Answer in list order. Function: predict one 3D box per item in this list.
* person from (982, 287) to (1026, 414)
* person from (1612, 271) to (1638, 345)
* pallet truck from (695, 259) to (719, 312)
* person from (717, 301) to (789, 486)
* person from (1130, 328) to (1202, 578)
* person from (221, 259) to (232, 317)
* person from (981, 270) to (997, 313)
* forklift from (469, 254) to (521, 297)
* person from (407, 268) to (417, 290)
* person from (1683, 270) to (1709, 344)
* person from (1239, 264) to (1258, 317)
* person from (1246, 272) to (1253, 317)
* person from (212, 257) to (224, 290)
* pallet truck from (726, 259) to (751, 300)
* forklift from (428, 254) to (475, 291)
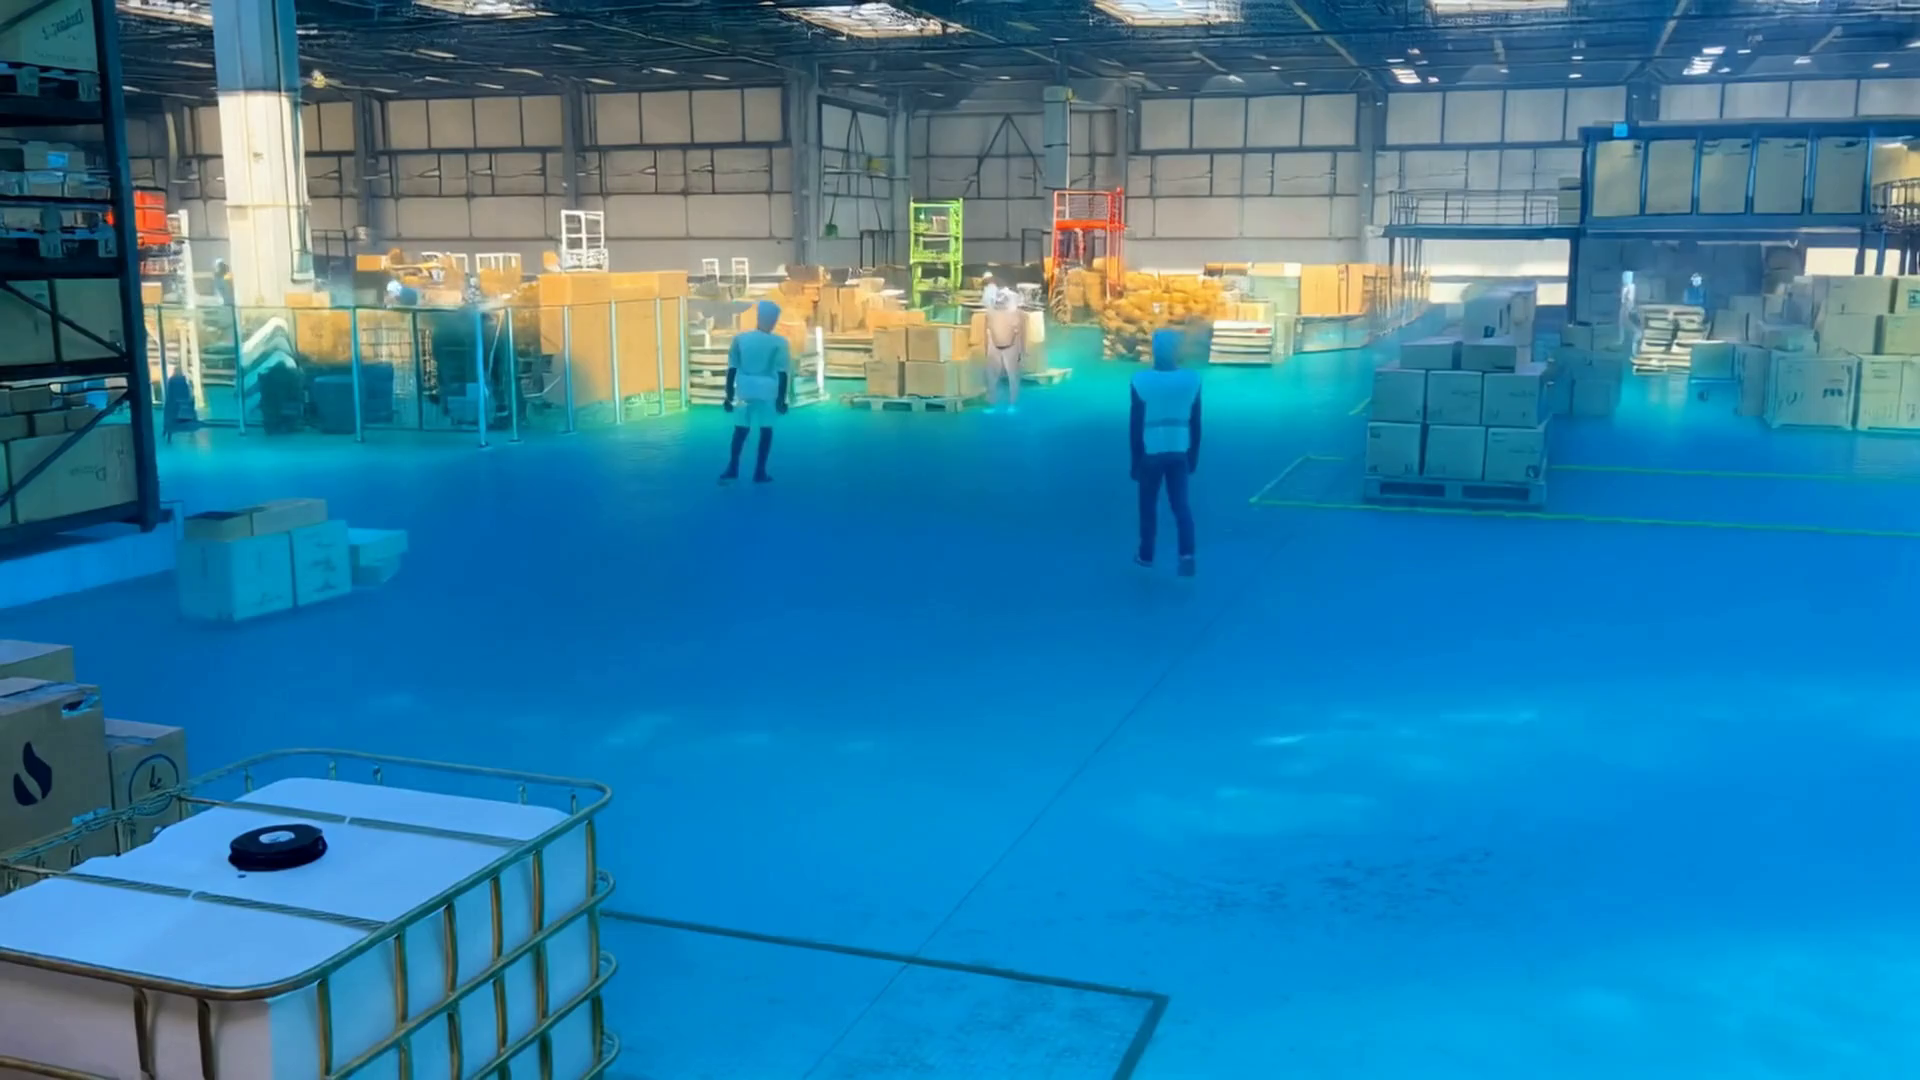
[{"bbox_3d":[0.639,-2.803,24.661,0.657,1.876,0.799,4,11,21],"label":"person"},{"bbox_3d":[16.665,-5.762,41.382,0.652,1.864,0.589,1,10,3],"label":"person"},{"bbox_3d":[-9.165,-9.627,62.776,0.823,1.965,1.885,4,11,23],"label":"pallet truck"},{"bbox_3d":[-2.143,-1.507,17.272,0.743,1.922,0.518,1,10,4],"label":"person"},{"bbox_3d":[1.581,-0.664,12.632,0.595,1.889,0.945,-2,10,-12],"label":"person"},{"bbox_3d":[-25.118,-8.581,56.856,0.846,2.007,0.637,-4,11,-23],"label":"person"},{"bbox_3d":[0.634,-5.303,38.633,0.579,1.915,0.557,-4,11,-21],"label":"person"},{"bbox_3d":[-17.990,-10.121,64.684,1.157,1.987,2.680,3,11,17],"label":"forklift"},{"bbox_3d":[-19.105,-8.706,58.342,0.821,1.737,0.528,-2,10,-11],"label":"person"},{"bbox_3d":[17.469,-5.455,39.497,0.562,1.918,0.473,8,13,38],"label":"person"},{"bbox_3d":[8.262,-6.903,47.510,0.622,1.971,0.739,7,12,34],"label":"person"},{"bbox_3d":[9.011,-7.560,51.937,0.490,1.712,0.773,3,10,16],"label":"person"},{"bbox_3d":[-30.360,-10.578,68.133,0.610,1.996,0.378,6,12,29],"label":"person"},{"bbox_3d":[-7.986,-9.493,62.019,0.823,1.965,1.885,3,11,17],"label":"pallet truck"},{"bbox_3d":[-20.133,-10.254,65.465,1.157,1.987,2.680,3,11,19],"label":"forklift"}]
